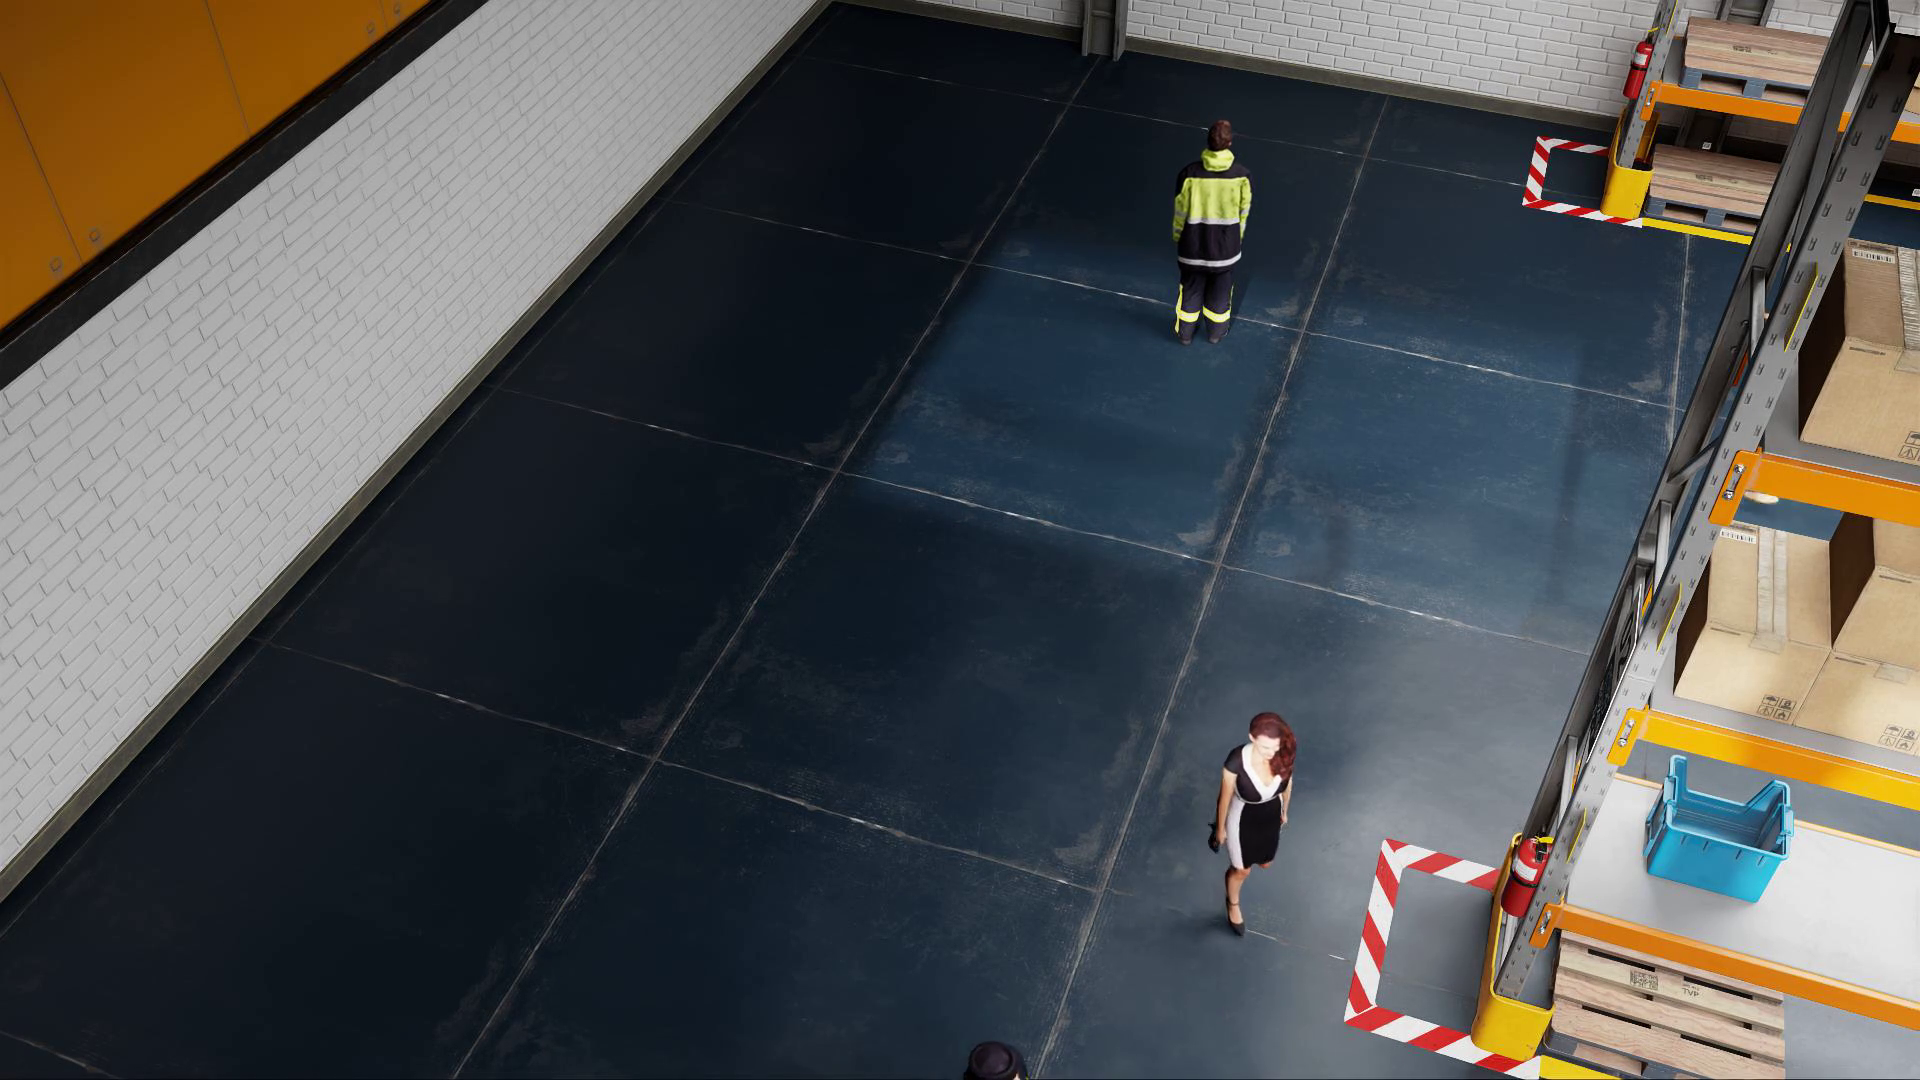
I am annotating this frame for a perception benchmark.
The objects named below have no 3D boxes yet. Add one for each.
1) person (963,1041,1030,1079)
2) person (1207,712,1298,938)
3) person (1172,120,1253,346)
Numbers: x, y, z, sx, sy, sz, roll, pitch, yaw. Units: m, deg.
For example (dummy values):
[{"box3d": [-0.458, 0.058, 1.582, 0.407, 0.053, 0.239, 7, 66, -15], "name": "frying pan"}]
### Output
[{"box3d": [0.097, 2.860, 8.015, 1.018, 1.649, 0.689, 14, 45, 14], "name": "person"}, {"box3d": [1.601, 1.511, 9.333, 0.895, 1.783, 0.931, -14, 45, -14], "name": "person"}, {"box3d": [1.998, -2.452, 13.349, 0.725, 1.983, 0.909, 1, 44, 1], "name": "person"}]
